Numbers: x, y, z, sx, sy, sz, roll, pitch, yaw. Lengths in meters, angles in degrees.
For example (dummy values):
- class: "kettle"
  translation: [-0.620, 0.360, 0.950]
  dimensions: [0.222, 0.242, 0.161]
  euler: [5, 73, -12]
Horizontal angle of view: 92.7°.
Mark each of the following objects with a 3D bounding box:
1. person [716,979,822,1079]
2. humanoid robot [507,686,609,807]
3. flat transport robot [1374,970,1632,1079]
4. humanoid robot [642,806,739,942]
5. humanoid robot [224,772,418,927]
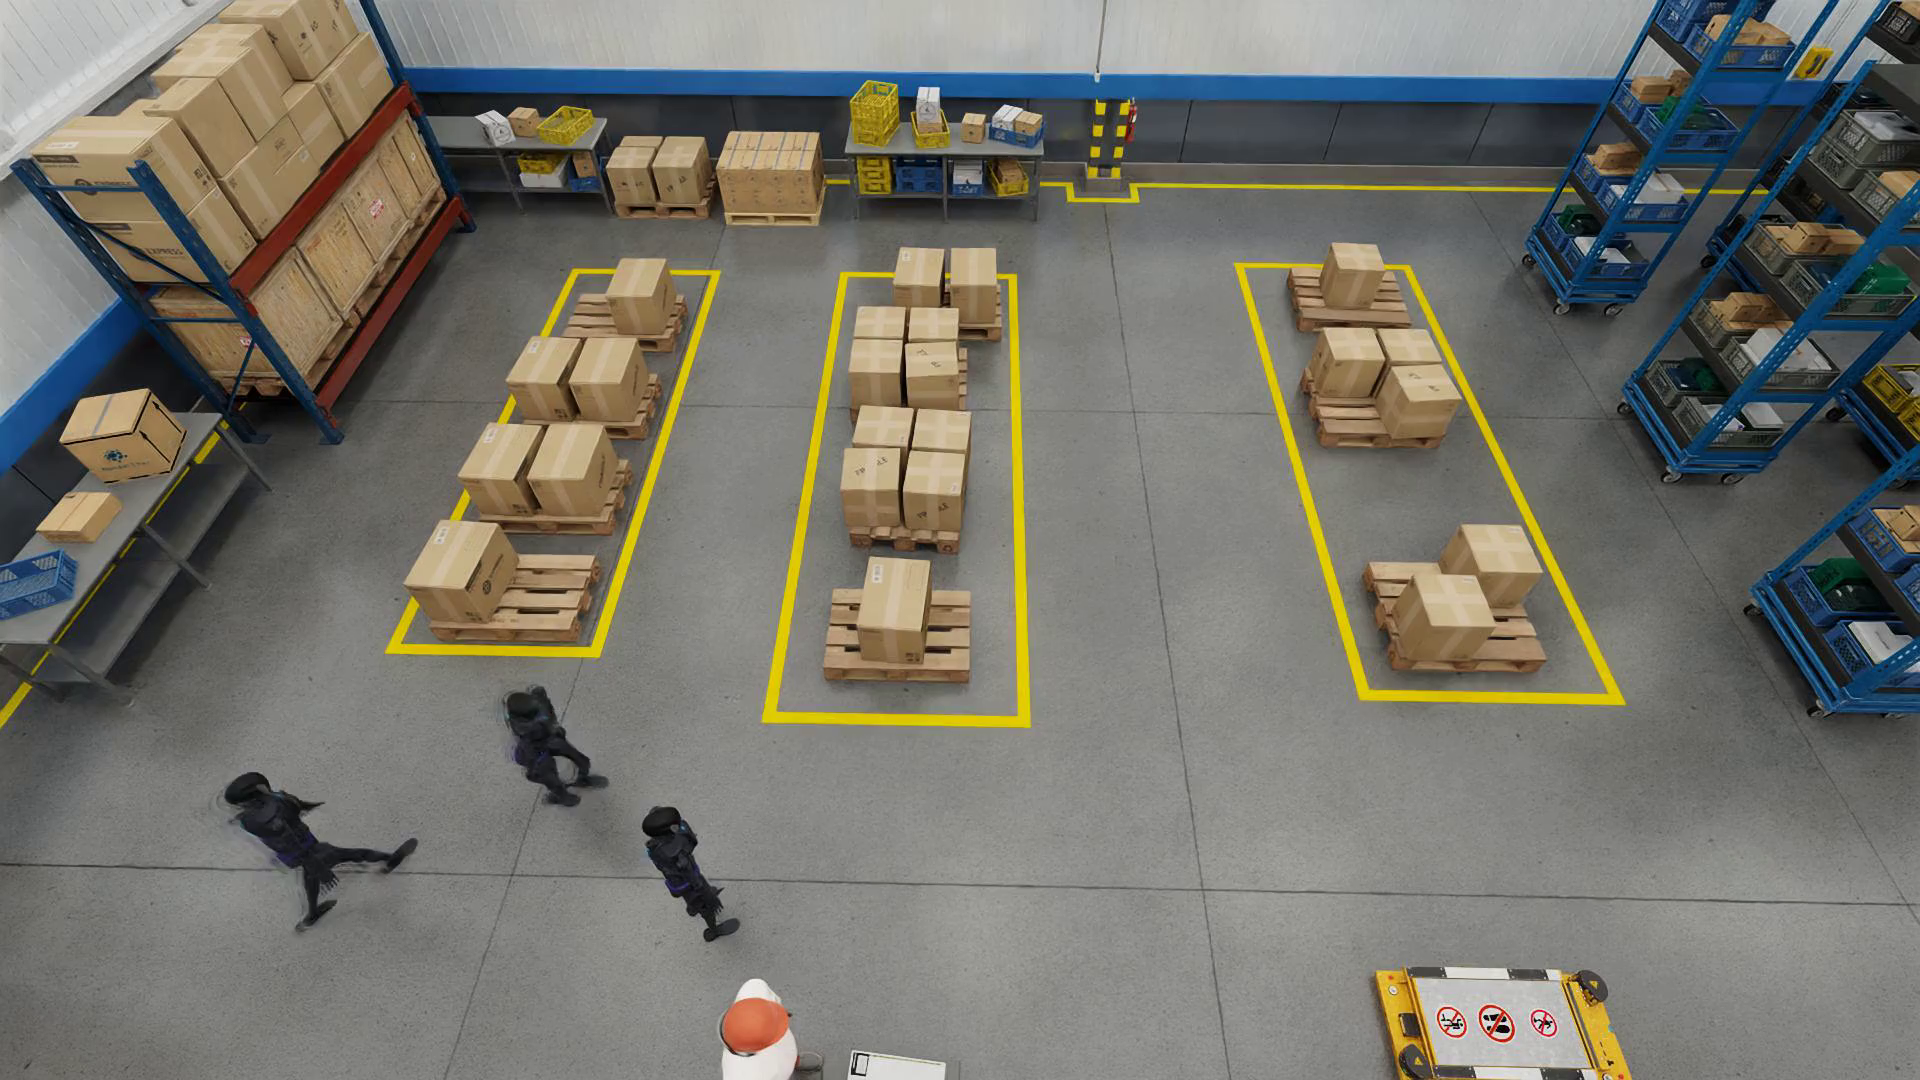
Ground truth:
- class: "person"
  translation: [-1.029, 2.869, 5.044]
  dimensions: [0.402, 1.987, 0.618]
  euler: [0, 51, 0]
- class: "humanoid robot"
  translation: [-2.898, 1.471, 6.387]
  dimensions: [0.559, 1.625, 0.593]
  euler: [3, 51, 2]
- class: "flat transport robot"
  translation: [3.501, 3.133, 5.914]
  dimensions: [1.431, 0.197, 0.652]
  euler: [1, 51, 1]
- class: "humanoid robot"
  translation: [-1.742, 2.102, 5.854]
  dimensions: [0.322, 1.657, 0.604]
  euler: [-31, 57, -23]
- class: "humanoid robot"
  translation: [-4.333, 1.987, 6.006]
  dimensions: [0.601, 1.631, 0.817]
  euler: [28, 56, 21]
